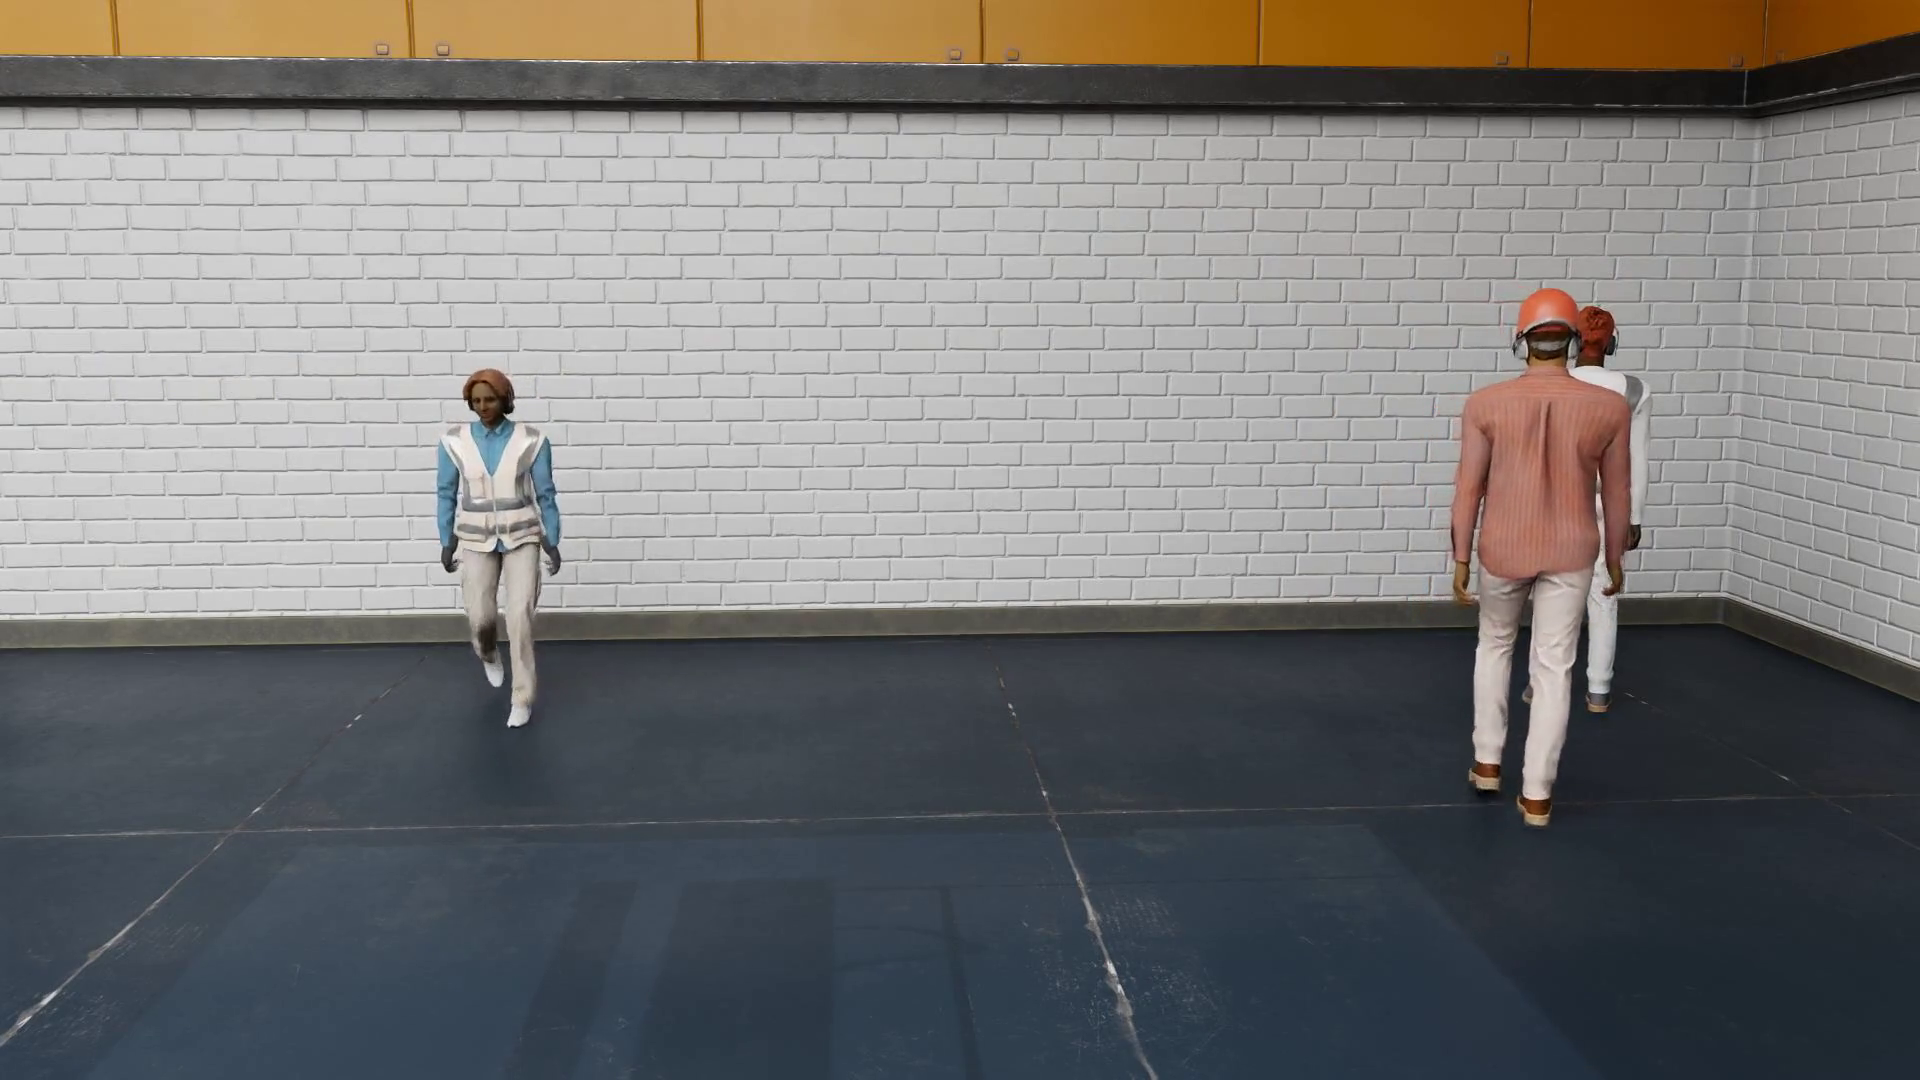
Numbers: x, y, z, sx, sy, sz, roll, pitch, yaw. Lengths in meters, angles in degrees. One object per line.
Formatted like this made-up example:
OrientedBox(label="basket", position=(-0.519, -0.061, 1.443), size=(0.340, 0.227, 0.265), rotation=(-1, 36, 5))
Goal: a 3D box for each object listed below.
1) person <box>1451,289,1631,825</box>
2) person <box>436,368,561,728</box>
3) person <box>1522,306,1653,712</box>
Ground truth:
OrientedBox(label="person", position=(2.192, 0.047, 6.294), size=(0.632, 1.966, 0.747), rotation=(3, 10, 20))
OrientedBox(label="person", position=(-2.103, 0.010, 7.625), size=(0.543, 1.615, 0.609), rotation=(-1, 9, -7))
OrientedBox(label="person", position=(2.881, -0.135, 7.711), size=(0.568, 1.882, 0.338), rotation=(2, 9, 10))
